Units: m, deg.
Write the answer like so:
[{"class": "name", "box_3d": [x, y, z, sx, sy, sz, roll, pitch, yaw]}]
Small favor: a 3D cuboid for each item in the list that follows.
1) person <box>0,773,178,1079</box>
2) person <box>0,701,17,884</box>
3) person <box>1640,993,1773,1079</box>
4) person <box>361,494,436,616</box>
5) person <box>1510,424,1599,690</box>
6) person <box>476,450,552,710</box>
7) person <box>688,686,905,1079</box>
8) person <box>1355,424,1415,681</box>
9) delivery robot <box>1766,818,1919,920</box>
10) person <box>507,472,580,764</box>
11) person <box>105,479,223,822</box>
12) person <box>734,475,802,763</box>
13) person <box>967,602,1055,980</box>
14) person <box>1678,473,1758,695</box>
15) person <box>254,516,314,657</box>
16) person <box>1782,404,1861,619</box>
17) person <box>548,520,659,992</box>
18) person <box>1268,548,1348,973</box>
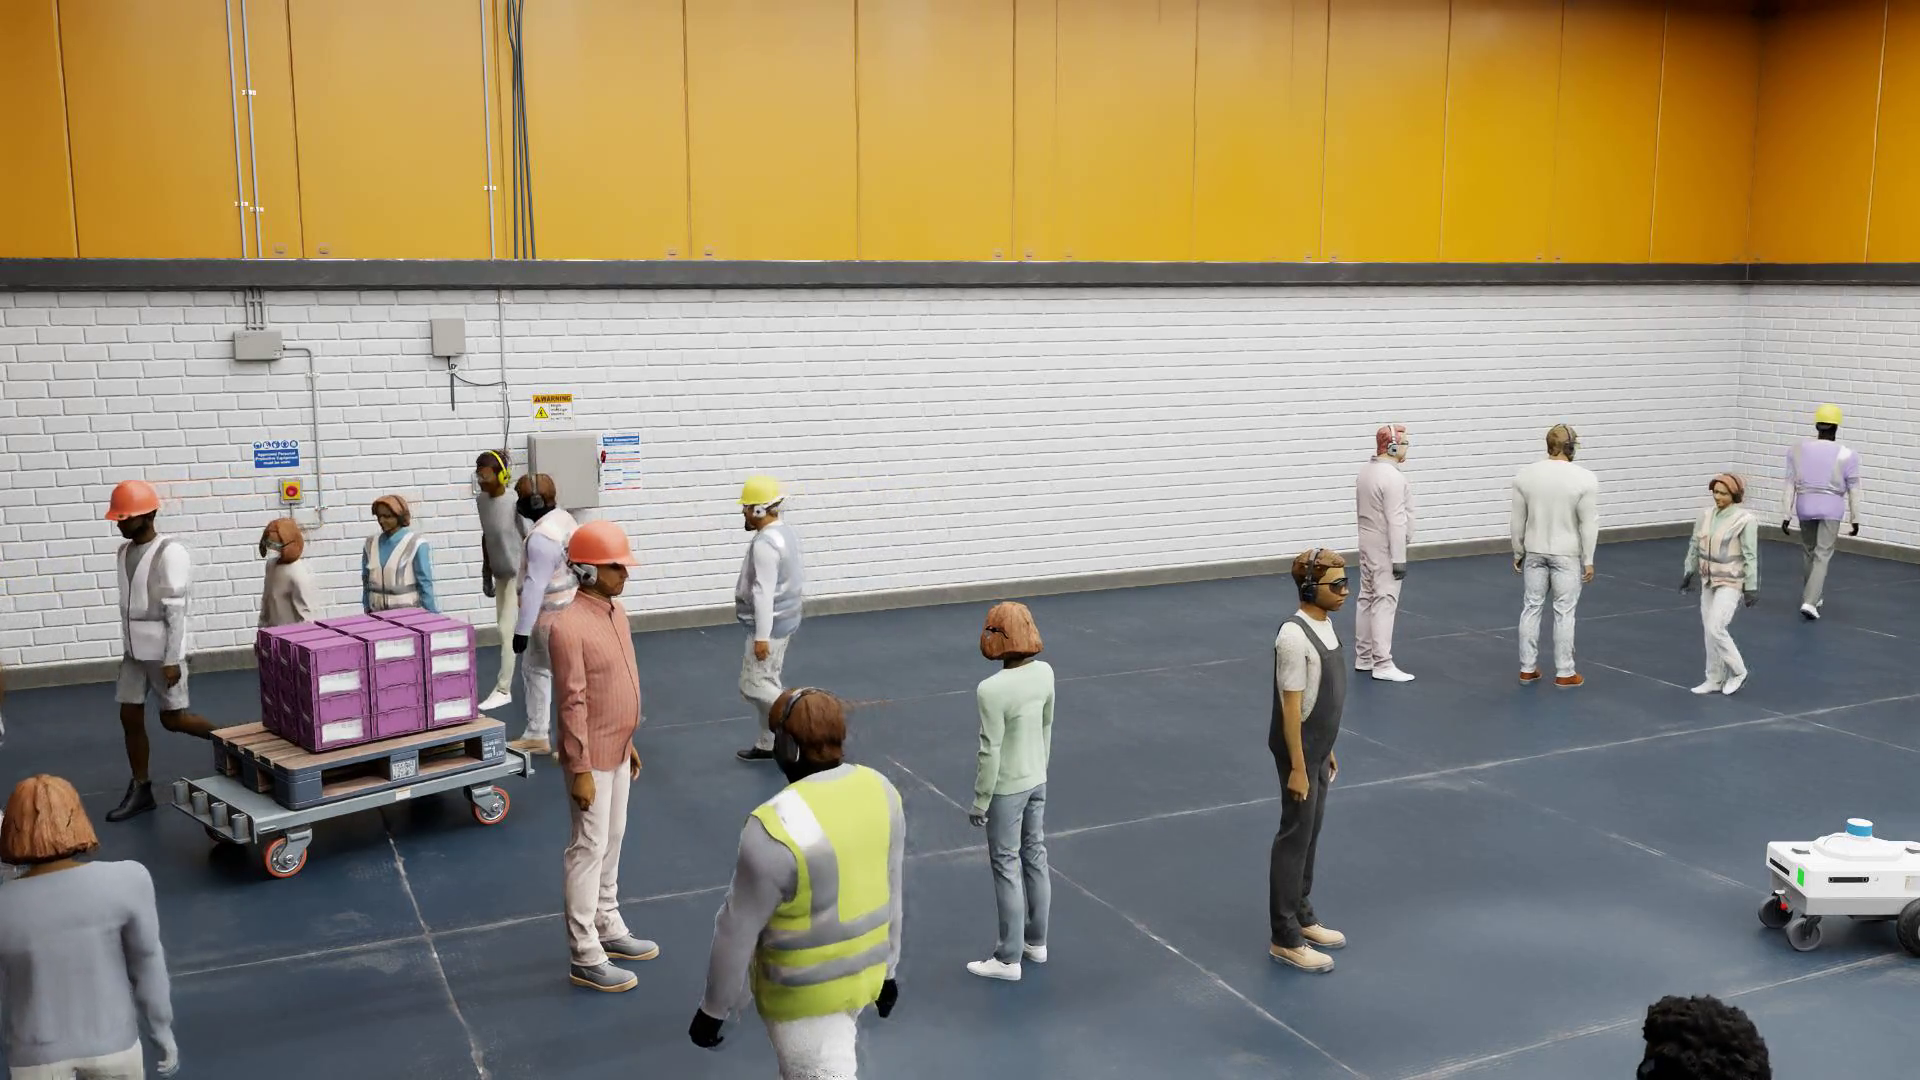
[{"class": "person", "box_3d": [-2.563, 1.458, 4.797, 0.535, 1.616, 0.402, -6, 11, -33]}, {"class": "person", "box_3d": [-4.803, 0.854, 7.864, 0.481, 1.853, 0.505, 6, 11, 34]}, {"class": "person", "box_3d": [1.420, 1.693, 3.182, 0.321, 1.685, 0.544, 7, 12, 38]}, {"class": "person", "box_3d": [-3.597, 0.501, 10.749, 0.527, 1.625, 0.519, 4, 10, 22]}, {"class": "person", "box_3d": [4.331, 0.119, 12.152, 0.630, 1.936, 0.369, 8, 12, 41]}, {"class": "person", "box_3d": [-3.122, 0.242, 11.768, 0.539, 1.828, 0.797, 6, 11, 34]}, {"class": "person", "box_3d": [-0.534, 1.329, 5.038, 0.892, 1.798, 0.643, 5, 11, 30]}, {"class": "person", "box_3d": [3.190, 0.088, 12.434, 0.401, 1.910, 0.640, -1, 9, -7]}, {"class": "delivery robot", "box_3d": [4.053, 1.506, 7.529, 0.707, 0.478, 0.477, 0, 9, 0]}, {"class": "person", "box_3d": [-2.586, 0.489, 10.218, 0.761, 1.810, 0.662, -1, 9, -4]}, {"class": "person", "box_3d": [-4.459, 0.586, 9.361, 0.541, 1.912, 0.755, 5, 10, 26]}, {"class": "person", "box_3d": [-1.132, 0.502, 10.151, 0.478, 1.811, 0.613, 1, 9, 5]}, {"class": "person", "box_3d": [0.221, 1.073, 7.171, 0.280, 1.633, 0.502, 7, 11, 35]}, {"class": "person", "box_3d": [5.408, 0.325, 11.857, 0.370, 1.626, 0.533, -2, 9, -14]}, {"class": "person", "box_3d": [-3.984, 0.622, 10.078, 0.806, 1.592, 0.521, -6, 11, -34]}, {"class": "person", "box_3d": [7.594, -0.261, 14.682, 0.601, 1.886, 0.951, 9, 13, 44]}, {"class": "person", "box_3d": [-1.531, 0.903, 7.110, 0.376, 1.995, 0.611, 1, 9, 8]}, {"class": "person", "box_3d": [1.541, 0.946, 7.308, 0.346, 1.845, 0.505, 4, 10, 25]}]
